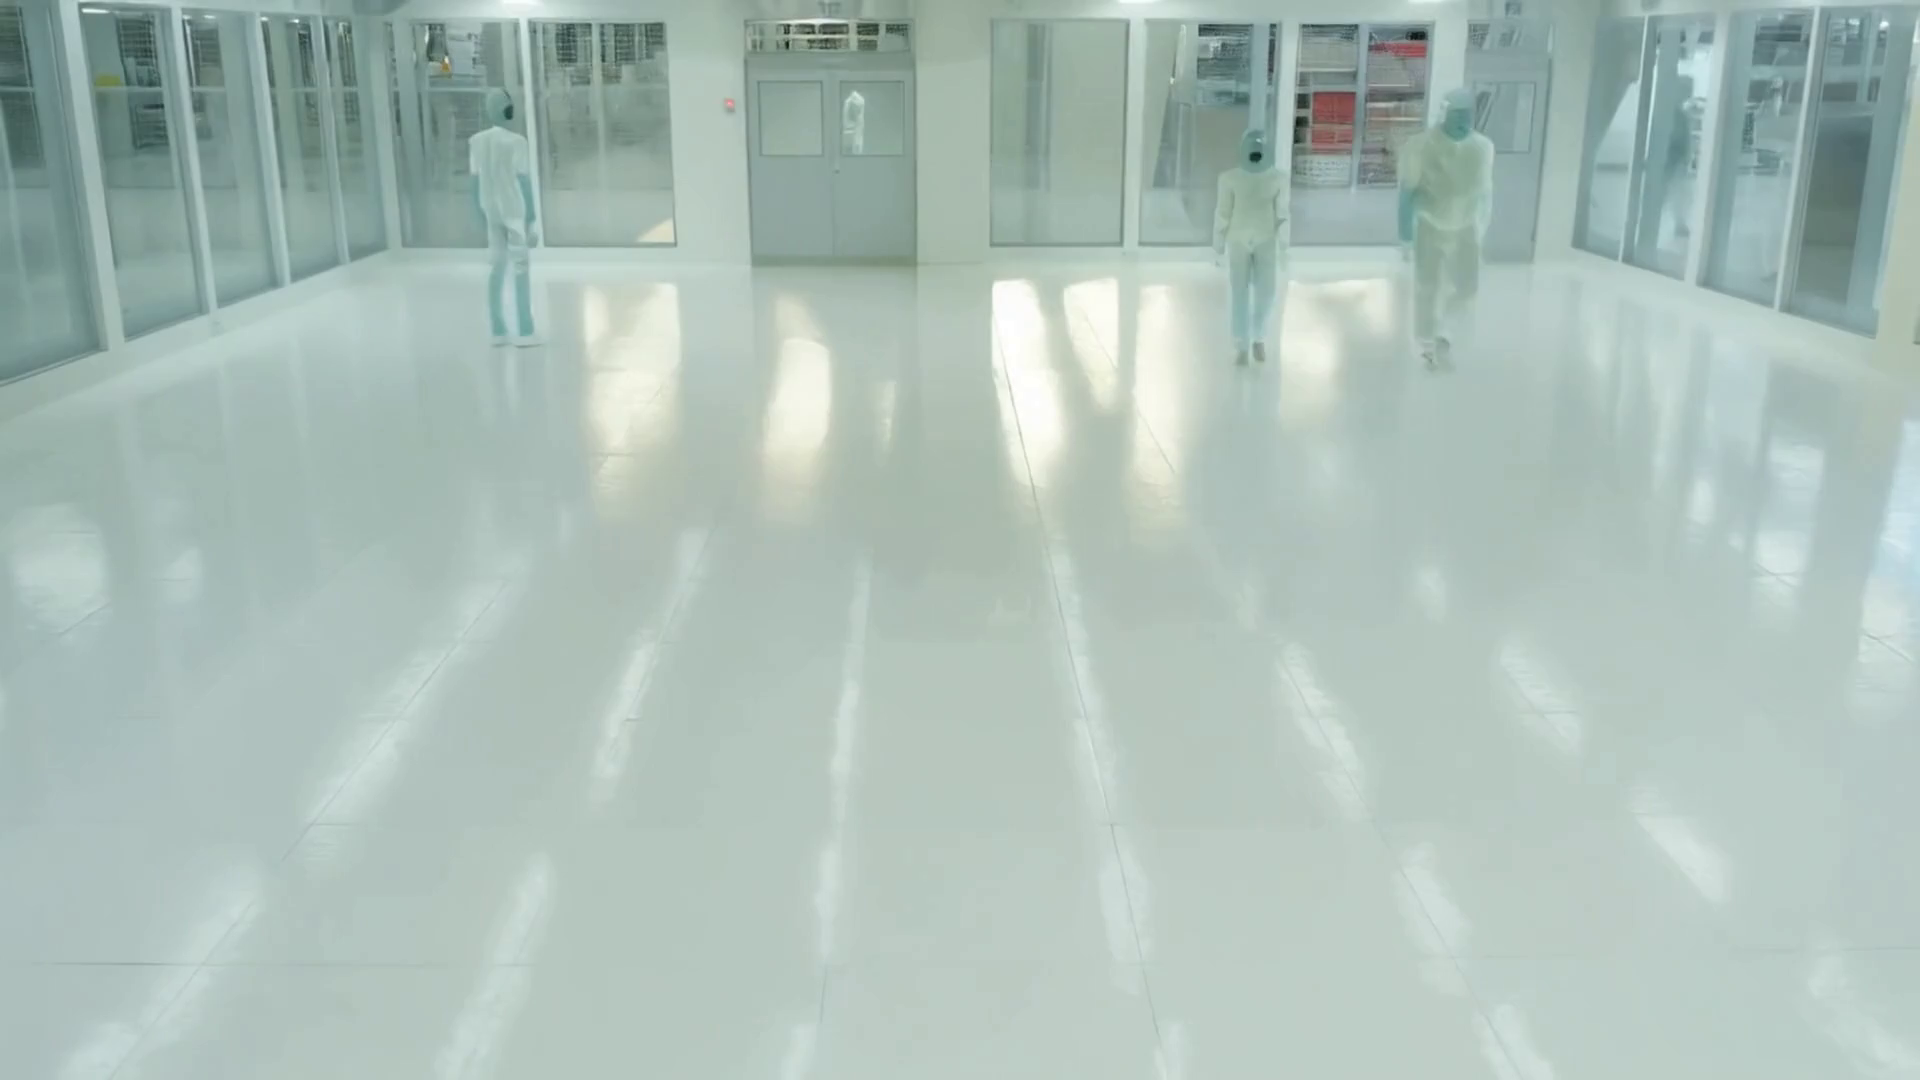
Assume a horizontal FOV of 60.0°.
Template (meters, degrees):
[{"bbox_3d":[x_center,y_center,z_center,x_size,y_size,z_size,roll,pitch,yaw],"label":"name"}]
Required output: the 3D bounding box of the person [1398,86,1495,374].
[{"bbox_3d":[3.252,-2.075,11.196,0.657,1.896,0.458,-1,16,-3],"label":"person"}]

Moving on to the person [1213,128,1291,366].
[{"bbox_3d":[1.980,-1.980,11.343,0.520,1.615,0.414,2,17,7],"label":"person"}]

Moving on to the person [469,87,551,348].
[{"bbox_3d":[-3.306,-2.335,12.127,0.535,1.866,0.309,6,17,19],"label":"person"}]
